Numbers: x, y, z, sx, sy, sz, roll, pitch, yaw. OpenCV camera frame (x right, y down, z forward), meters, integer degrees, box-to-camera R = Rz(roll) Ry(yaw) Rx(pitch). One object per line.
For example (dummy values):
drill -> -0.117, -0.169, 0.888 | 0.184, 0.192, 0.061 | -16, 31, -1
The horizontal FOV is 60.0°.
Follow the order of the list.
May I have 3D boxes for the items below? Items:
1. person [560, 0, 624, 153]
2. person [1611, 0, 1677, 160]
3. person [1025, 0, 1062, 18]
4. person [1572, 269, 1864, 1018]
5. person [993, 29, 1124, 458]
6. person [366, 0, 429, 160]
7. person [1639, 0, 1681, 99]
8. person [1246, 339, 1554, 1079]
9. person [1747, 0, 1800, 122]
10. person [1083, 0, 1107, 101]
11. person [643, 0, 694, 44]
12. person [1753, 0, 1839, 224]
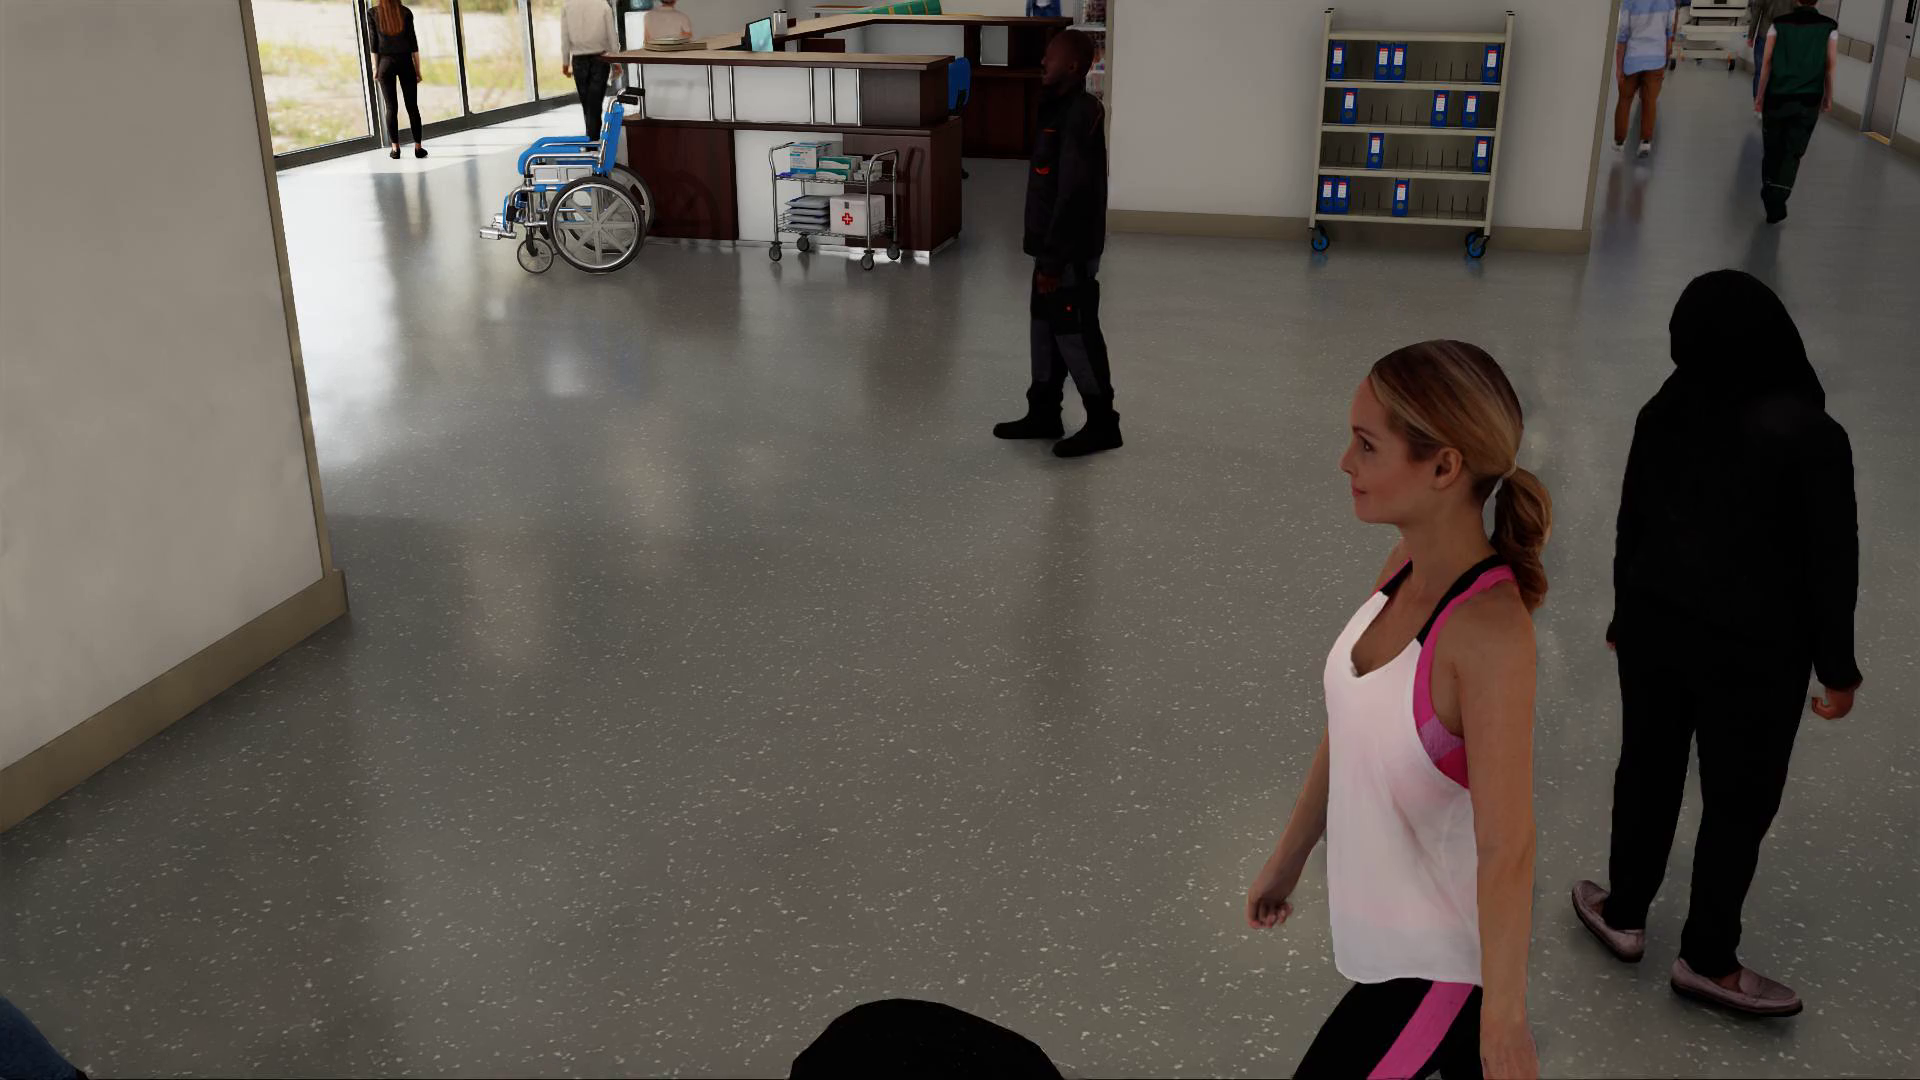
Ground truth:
person -> -3.466, -4.395, 15.518 | 1.064, 1.782, 0.892 | 1, 21, 2
person -> 6.551, -4.539, 15.890 | 1.099, 1.788, 0.727 | 5, 21, 13
person -> 1.204, -7.286, 23.268 | 0.690, 1.698, 0.740 | 8, 22, 19
person -> 1.622, 0.241, 3.554 | 0.893, 1.586, 0.837 | -6, 22, -16
person -> 0.503, -1.281, 7.237 | 0.913, 1.824, 0.840 | 0, 21, 0
person -> -5.462, -4.579, 16.101 | 0.629, 1.713, 0.743 | -5, 21, -14
person -> 8.911, -6.469, 21.259 | 0.794, 1.594, 0.755 | 9, 23, 23
person -> 0.768, 0.612, 2.373 | 1.208, 1.729, 0.713 | 2, 21, 5
person -> 9.090, -5.573, 18.578 | 1.157, 1.817, 0.908 | 9, 23, 23
person -> 1.762, -6.268, 20.490 | 0.884, 1.762, 0.872 | 15, 26, 35
person -> -2.551, -3.961, 14.422 | 0.646, 1.746, 0.700 | 6, 22, 15
person -> 6.317, -3.326, 12.657 | 1.010, 1.808, 0.924 | 13, 24, 31
